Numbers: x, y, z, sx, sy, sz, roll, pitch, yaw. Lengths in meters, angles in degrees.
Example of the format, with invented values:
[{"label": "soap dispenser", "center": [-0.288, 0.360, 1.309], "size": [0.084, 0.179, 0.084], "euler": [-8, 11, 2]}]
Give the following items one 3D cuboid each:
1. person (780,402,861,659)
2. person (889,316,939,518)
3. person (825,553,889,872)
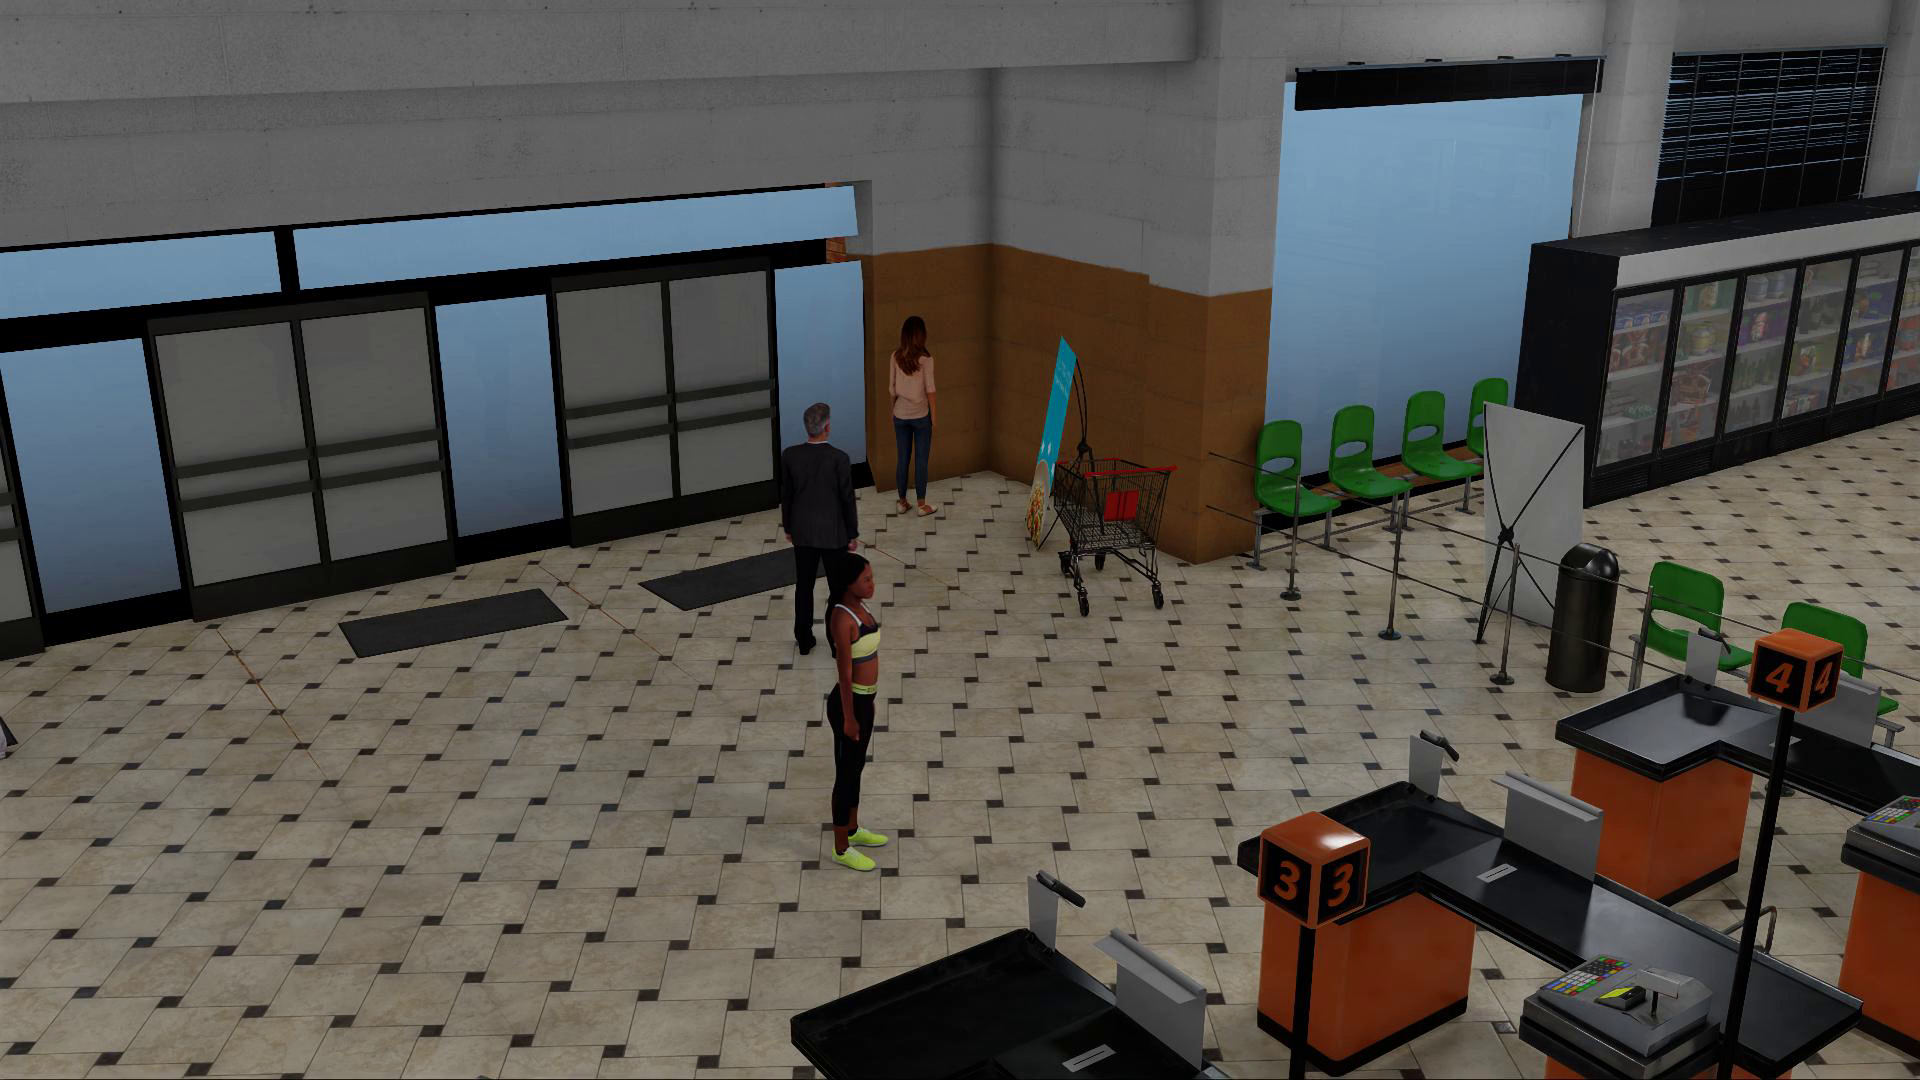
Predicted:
[{"label": "person", "center": [-0.977, -0.073, 11.675], "size": [0.780, 1.841, 0.872], "euler": [5, 19, 15]}, {"label": "person", "center": [-0.426, -1.105, 14.817], "size": [0.620, 1.790, 0.734], "euler": [9, 20, 24]}, {"label": "person", "center": [-0.588, 0.900, 8.927], "size": [0.693, 1.755, 0.639], "euler": [4, 19, 11]}]
